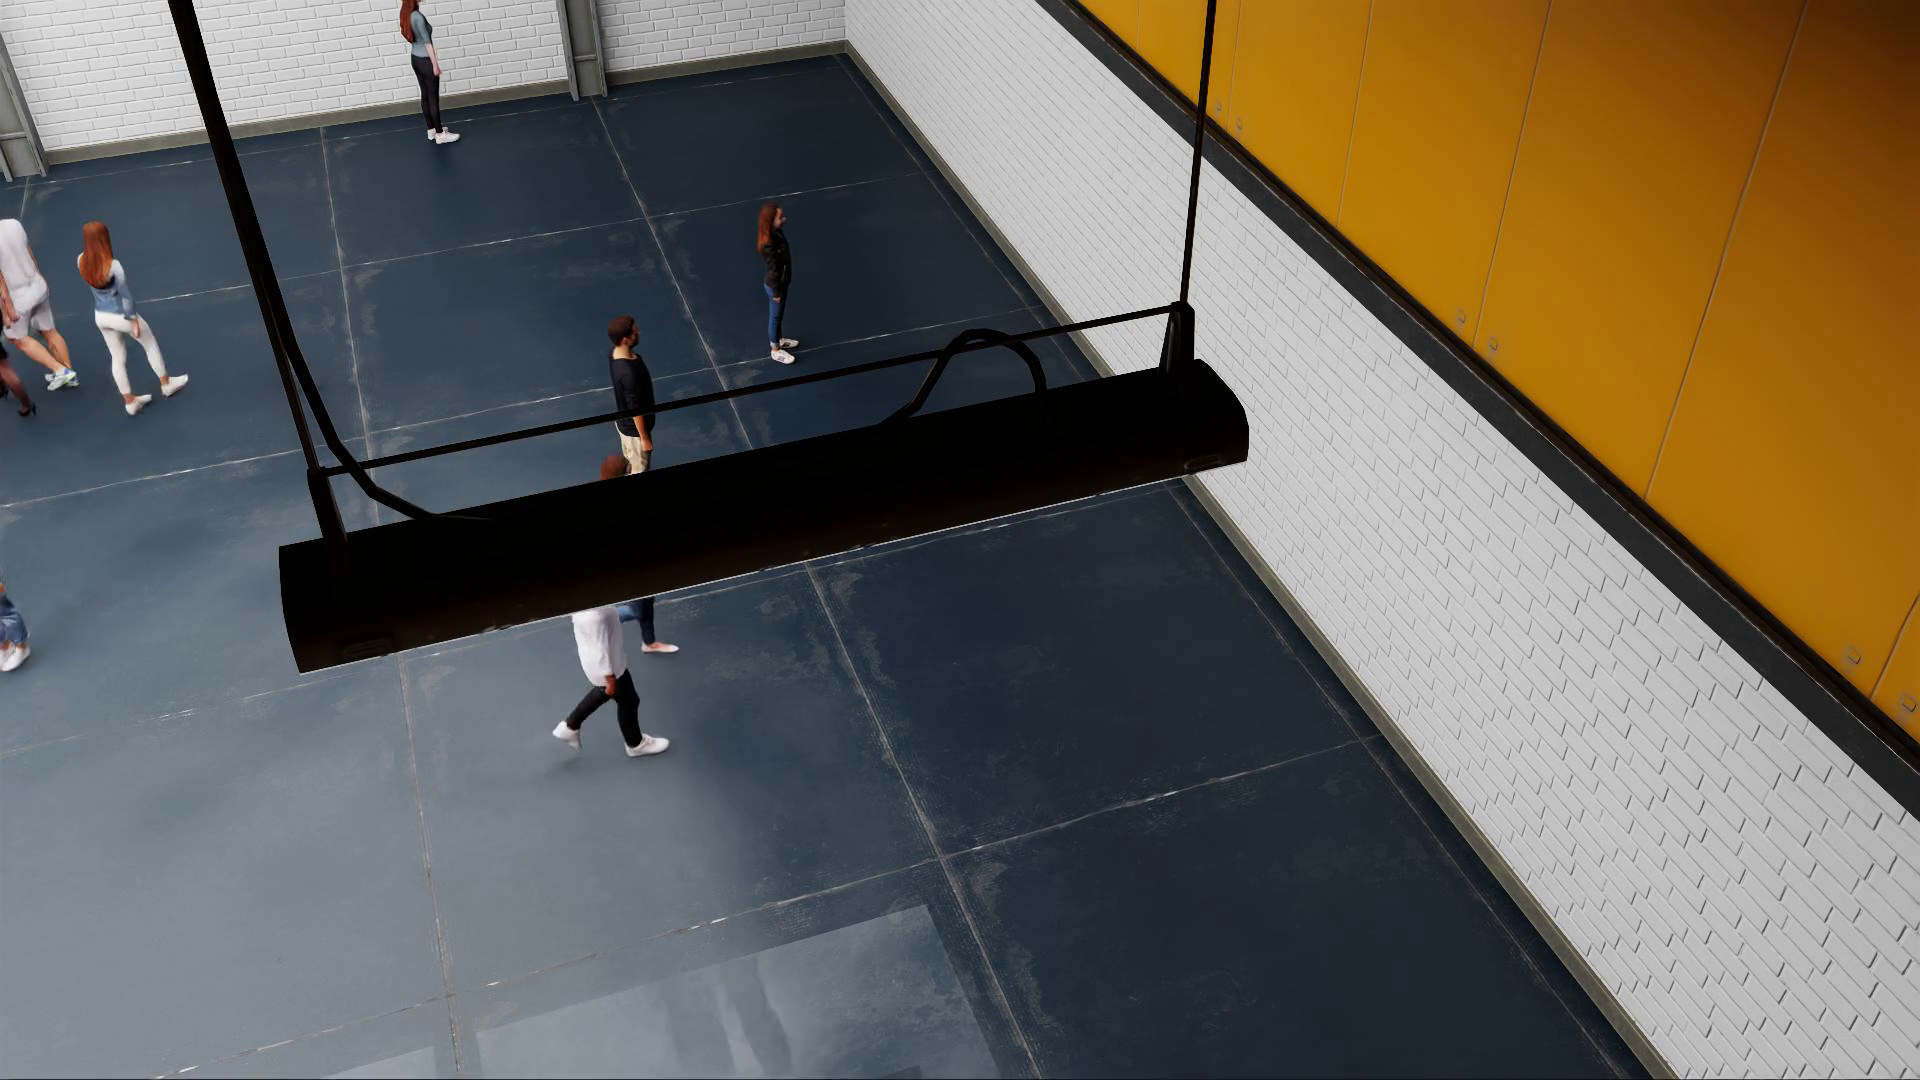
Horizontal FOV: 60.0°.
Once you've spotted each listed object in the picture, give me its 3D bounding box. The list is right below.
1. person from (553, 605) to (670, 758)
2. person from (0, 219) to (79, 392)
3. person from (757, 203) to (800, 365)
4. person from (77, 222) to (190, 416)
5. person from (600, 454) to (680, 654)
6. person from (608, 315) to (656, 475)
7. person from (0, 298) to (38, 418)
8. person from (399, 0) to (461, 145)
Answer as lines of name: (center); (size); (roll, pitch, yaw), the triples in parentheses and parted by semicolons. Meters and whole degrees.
person: (-2.315, 0.735, 10.497); (0.942, 1.795, 0.659); (-11, 40, -14)
person: (-7.798, -2.061, 13.970); (0.885, 1.829, 0.855); (5, 39, 7)
person: (-1.603, -2.264, 14.502); (0.613, 1.483, 0.625); (1, 39, 1)
person: (-7.020, -1.779, 13.738); (0.893, 1.679, 0.925); (9, 40, 11)
person: (-2.338, 0.153, 11.290); (0.952, 1.713, 0.779); (2, 39, 2)
person: (-2.442, -0.857, 12.444); (0.545, 1.852, 0.630); (-14, 41, -17)
person: (-7.963, -1.733, 13.679); (0.938, 1.681, 0.878); (15, 41, 18)
person: (-5.753, -5.130, 17.882); (0.650, 1.743, 0.657); (-28, 47, -31)
